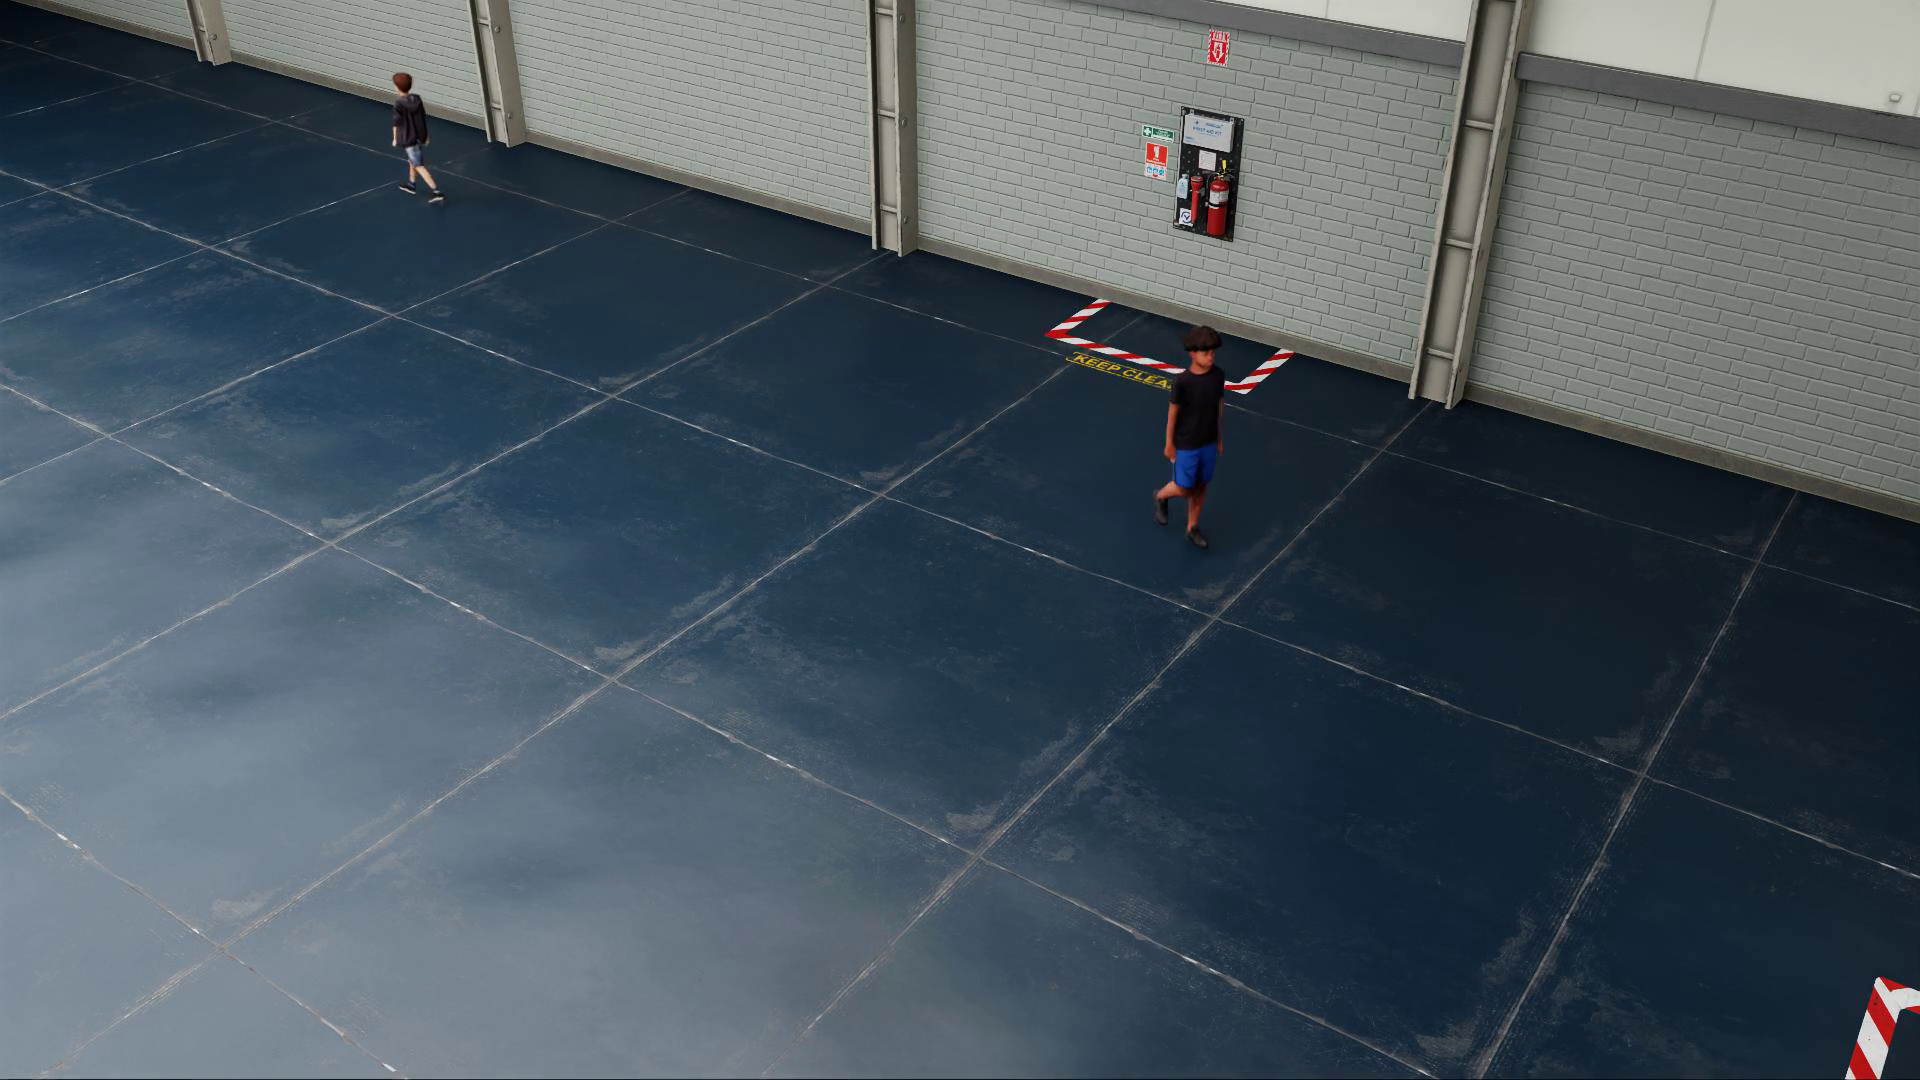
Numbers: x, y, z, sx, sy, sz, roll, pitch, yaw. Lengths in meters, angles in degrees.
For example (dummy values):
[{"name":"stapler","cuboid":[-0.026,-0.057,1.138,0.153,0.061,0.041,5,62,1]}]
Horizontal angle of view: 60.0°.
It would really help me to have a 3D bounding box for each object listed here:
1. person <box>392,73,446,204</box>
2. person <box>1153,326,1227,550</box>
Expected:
[{"name":"person","cuboid":[-6.033,-4.426,18.449,1.008,1.412,0.595,17,36,25]},{"name":"person","cuboid":[1.695,-0.791,12.338,0.837,1.785,0.952,-14,35,-21]}]
